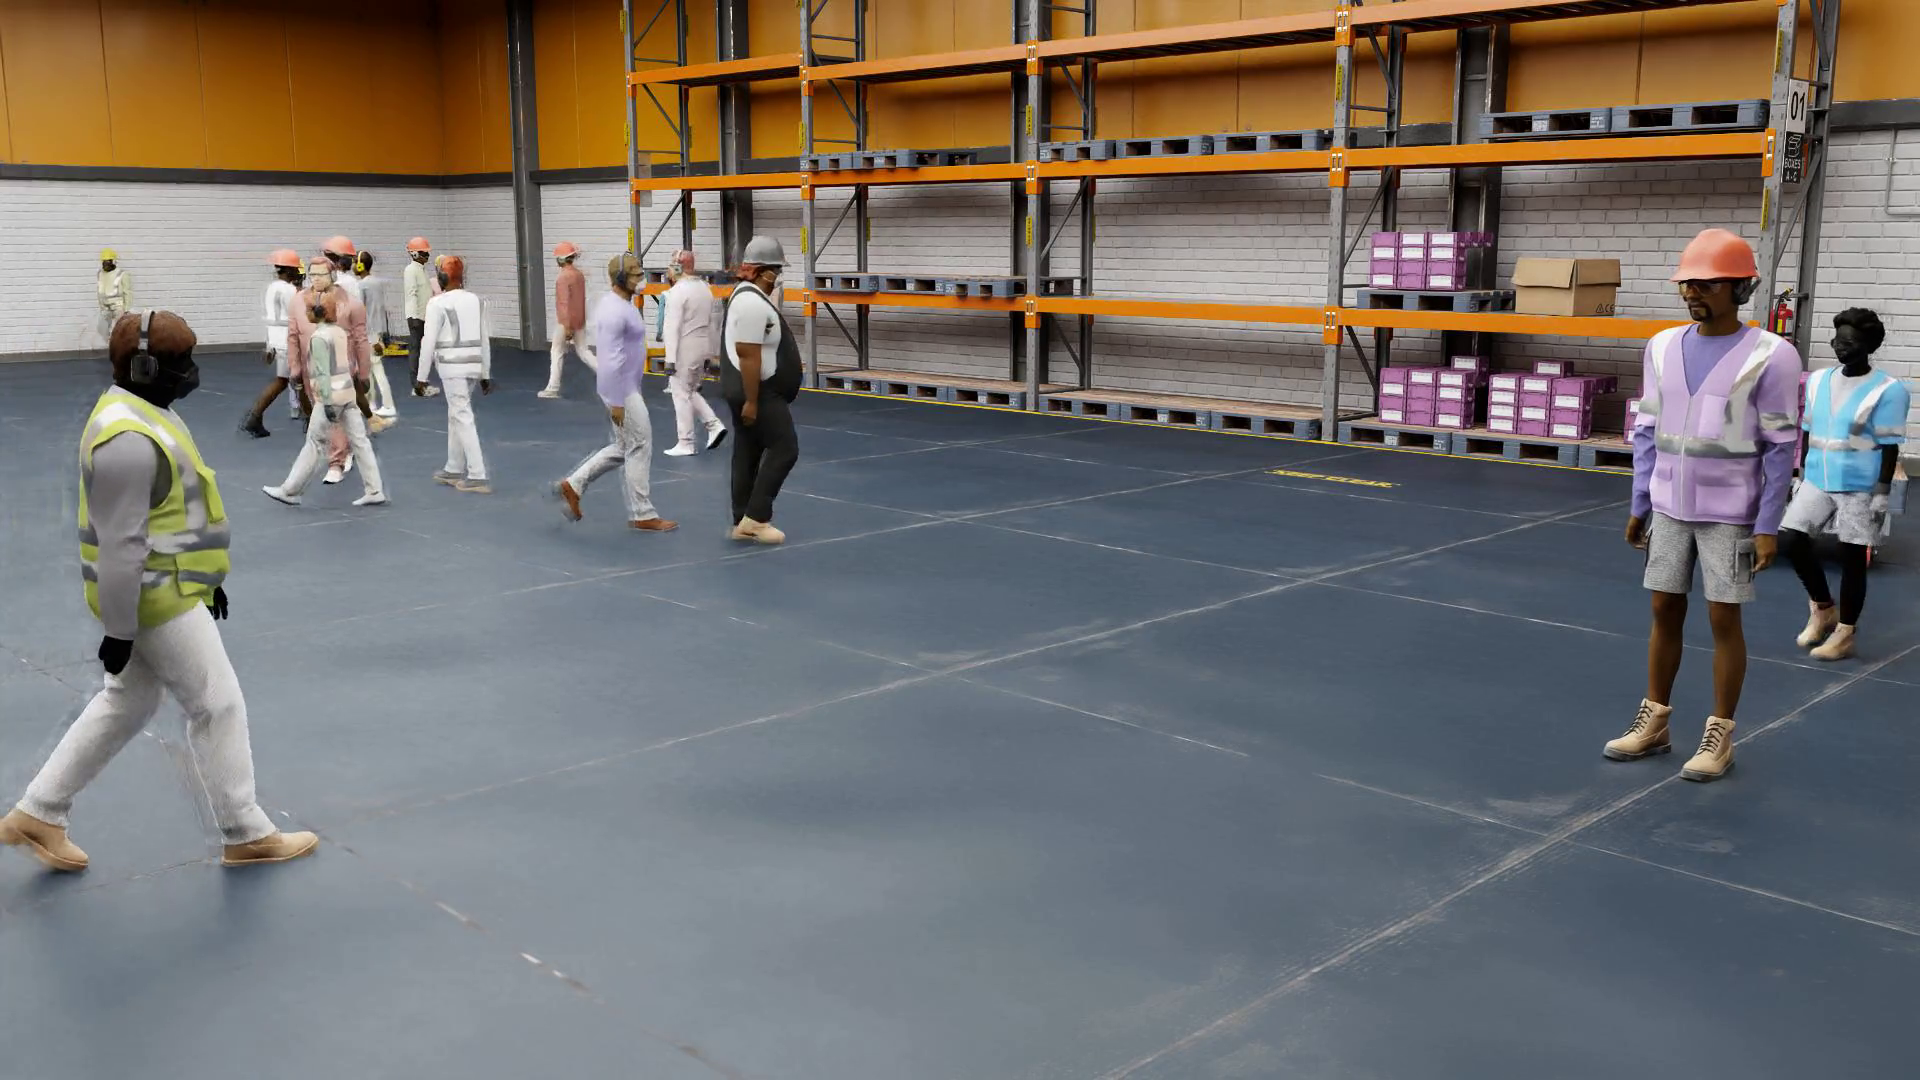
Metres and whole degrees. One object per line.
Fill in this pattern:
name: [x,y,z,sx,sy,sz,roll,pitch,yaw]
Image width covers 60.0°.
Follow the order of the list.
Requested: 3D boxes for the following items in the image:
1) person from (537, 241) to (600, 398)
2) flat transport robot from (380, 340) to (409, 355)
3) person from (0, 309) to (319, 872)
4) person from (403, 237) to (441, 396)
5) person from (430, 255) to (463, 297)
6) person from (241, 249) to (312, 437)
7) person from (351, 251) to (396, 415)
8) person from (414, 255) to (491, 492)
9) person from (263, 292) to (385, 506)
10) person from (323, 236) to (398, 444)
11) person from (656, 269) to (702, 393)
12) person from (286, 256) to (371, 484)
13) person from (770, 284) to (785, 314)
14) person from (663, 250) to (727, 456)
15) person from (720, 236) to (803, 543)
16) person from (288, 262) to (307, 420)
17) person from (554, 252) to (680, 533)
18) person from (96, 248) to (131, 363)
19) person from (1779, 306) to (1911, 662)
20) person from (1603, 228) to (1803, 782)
person: [-4.790,-2.729,20.676,0.981,1.962,0.616,4,11,19]
flat transport robot: [-9.823,-3.262,28.162,0.652,0.197,1.431,-6,12,-31]
person: [-2.600,0.182,5.216,0.896,1.807,0.623,-5,11,-25]
person: [-6.847,-2.836,21.129,0.383,1.996,0.609,-1,10,-3]
person: [-7.199,-3.106,23.265,0.539,1.744,0.558,-3,11,-17]
person: [-6.862,-1.987,16.795,0.933,1.895,0.533,-8,13,-36]
person: [-6.691,-2.312,18.693,0.734,1.841,0.552,2,11,9]
person: [-4.079,-1.315,13.202,0.822,1.854,0.599,5,11,25]
person: [-4.744,-1.030,12.355,0.893,1.592,0.518,1,10,3]
person: [-5.970,-1.966,16.382,0.610,2.003,0.973,10,14,44]
person: [-3.538,-2.620,21.027,0.828,1.601,0.507,8,13,38]
person: [-5.251,-1.441,13.899,0.627,1.861,0.966,1,10,3]
person: [-2.186,-2.202,18.095,0.430,1.845,0.621,8,13,36]
person: [-2.485,-1.701,15.239,0.463,1.892,0.645,4,11,18]
person: [-1.301,-0.987,10.928,0.538,2.000,0.699,-3,11,-14]
person: [-7.245,-2.195,18.283,0.547,1.747,0.591,-4,11,-23]
person: [-2.362,-0.986,11.286,0.789,1.916,0.635,-1,10,-3]
person: [-13.284,-3.661,26.114,0.619,1.812,0.434,2,11,12]
person: [4.176,-0.255,7.875,0.366,1.684,0.551,-5,12,-25]
person: [2.761,-0.122,6.198,0.393,2.044,0.609,-7,12,-33]
